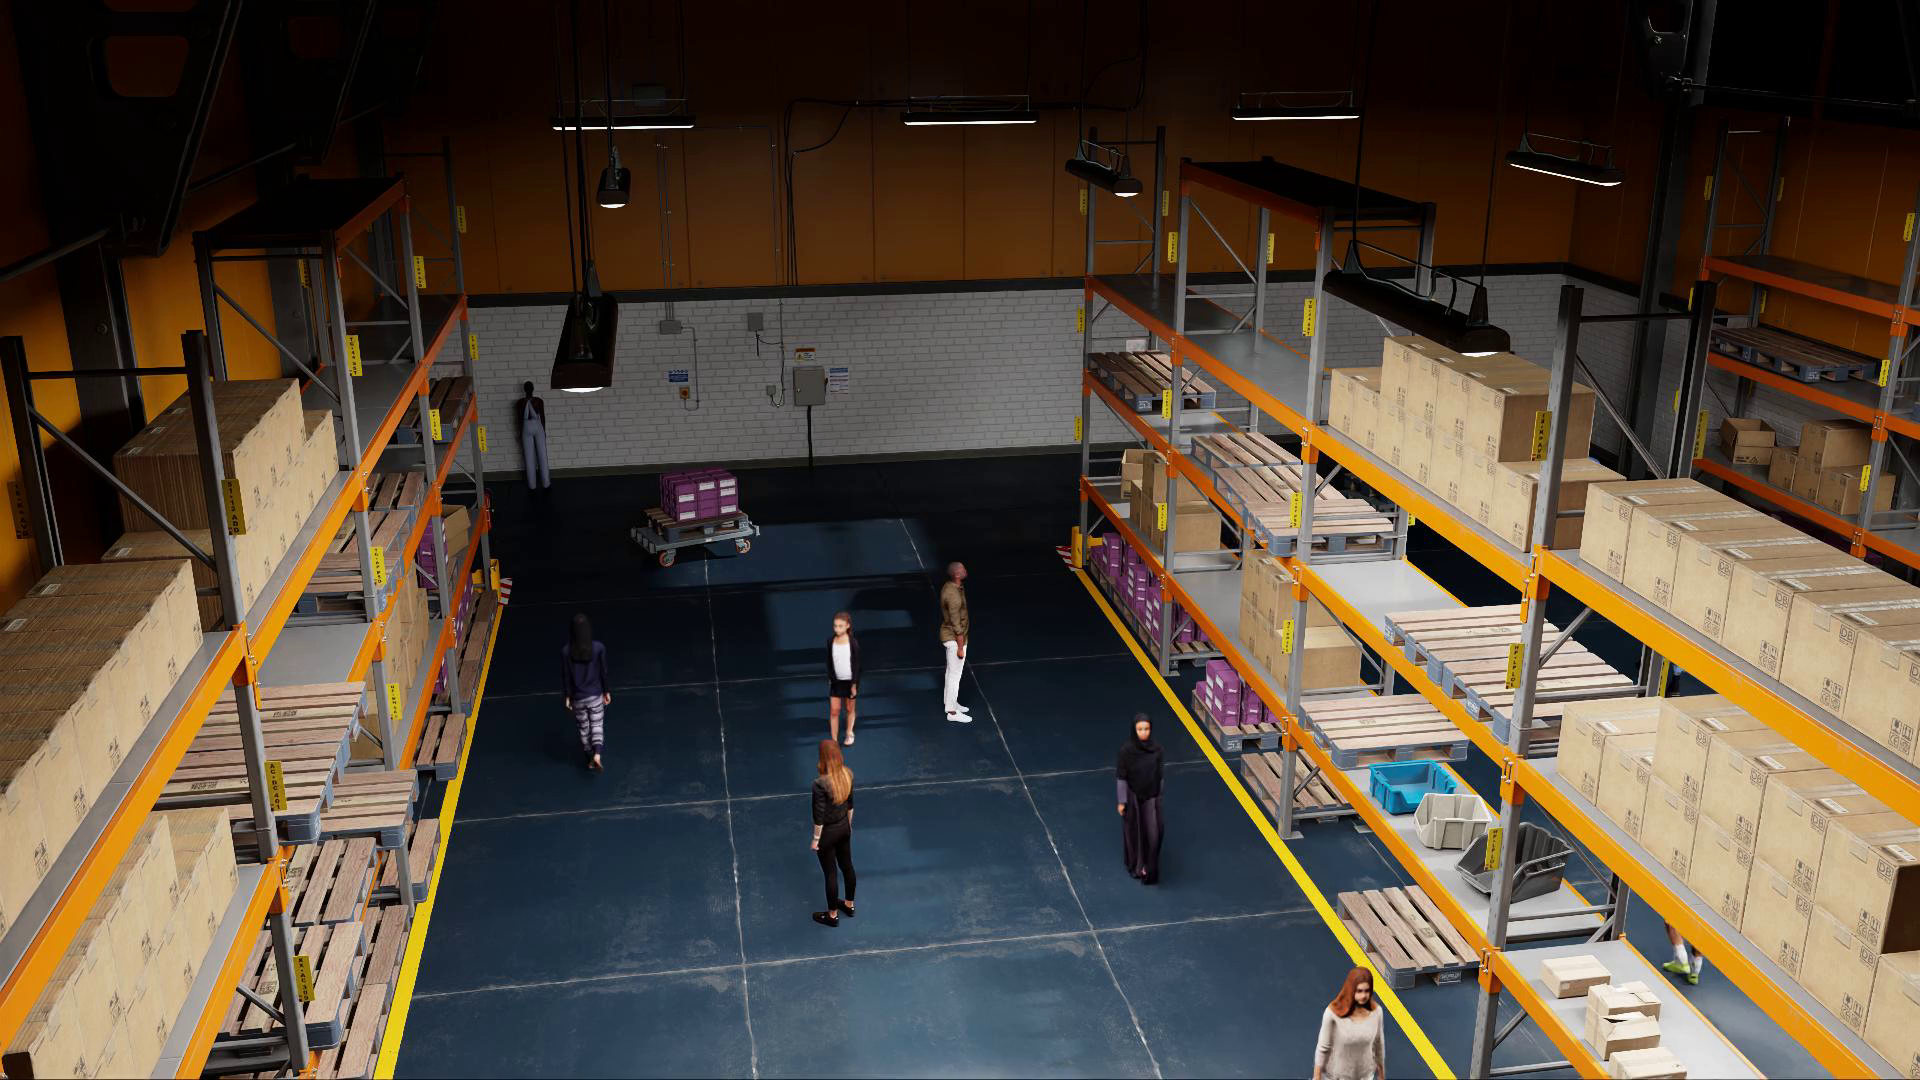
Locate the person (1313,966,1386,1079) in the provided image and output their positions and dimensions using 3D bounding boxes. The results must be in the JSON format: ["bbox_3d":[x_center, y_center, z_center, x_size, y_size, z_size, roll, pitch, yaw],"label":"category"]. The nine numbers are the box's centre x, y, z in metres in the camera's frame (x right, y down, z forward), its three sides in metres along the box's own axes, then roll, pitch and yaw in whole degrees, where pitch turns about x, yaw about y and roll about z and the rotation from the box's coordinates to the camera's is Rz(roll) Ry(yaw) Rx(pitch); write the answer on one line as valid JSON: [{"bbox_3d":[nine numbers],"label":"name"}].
[{"bbox_3d":[2.592,3.557,11.222,0.629,1.692,0.635,-2,19,-7],"label":"person"}]

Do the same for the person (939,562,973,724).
[{"bbox_3d":[-0.057,1.098,18.317,0.793,1.824,0.530,-2,19,-5],"label":"person"}]

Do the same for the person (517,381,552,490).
[{"bbox_3d":[-6.837,-1.685,26.642,0.594,1.785,0.515,-6,19,-17],"label":"person"}]

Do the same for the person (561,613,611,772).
[{"bbox_3d":[-3.816,1.607,16.970,0.644,1.719,0.839,-4,19,-13],"label":"person"}]

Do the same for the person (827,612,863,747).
[{"bbox_3d":[-1.204,1.464,17.686,0.689,1.533,0.904,2,19,7],"label":"person"}]

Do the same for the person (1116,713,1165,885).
[{"bbox_3d":[1.629,2.291,15.113,0.649,1.609,0.815,-1,19,-3],"label":"person"}]

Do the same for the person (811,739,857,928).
[{"bbox_3d":[-1.079,2.504,14.321,0.711,1.710,0.676,16,24,40],"label":"person"}]
